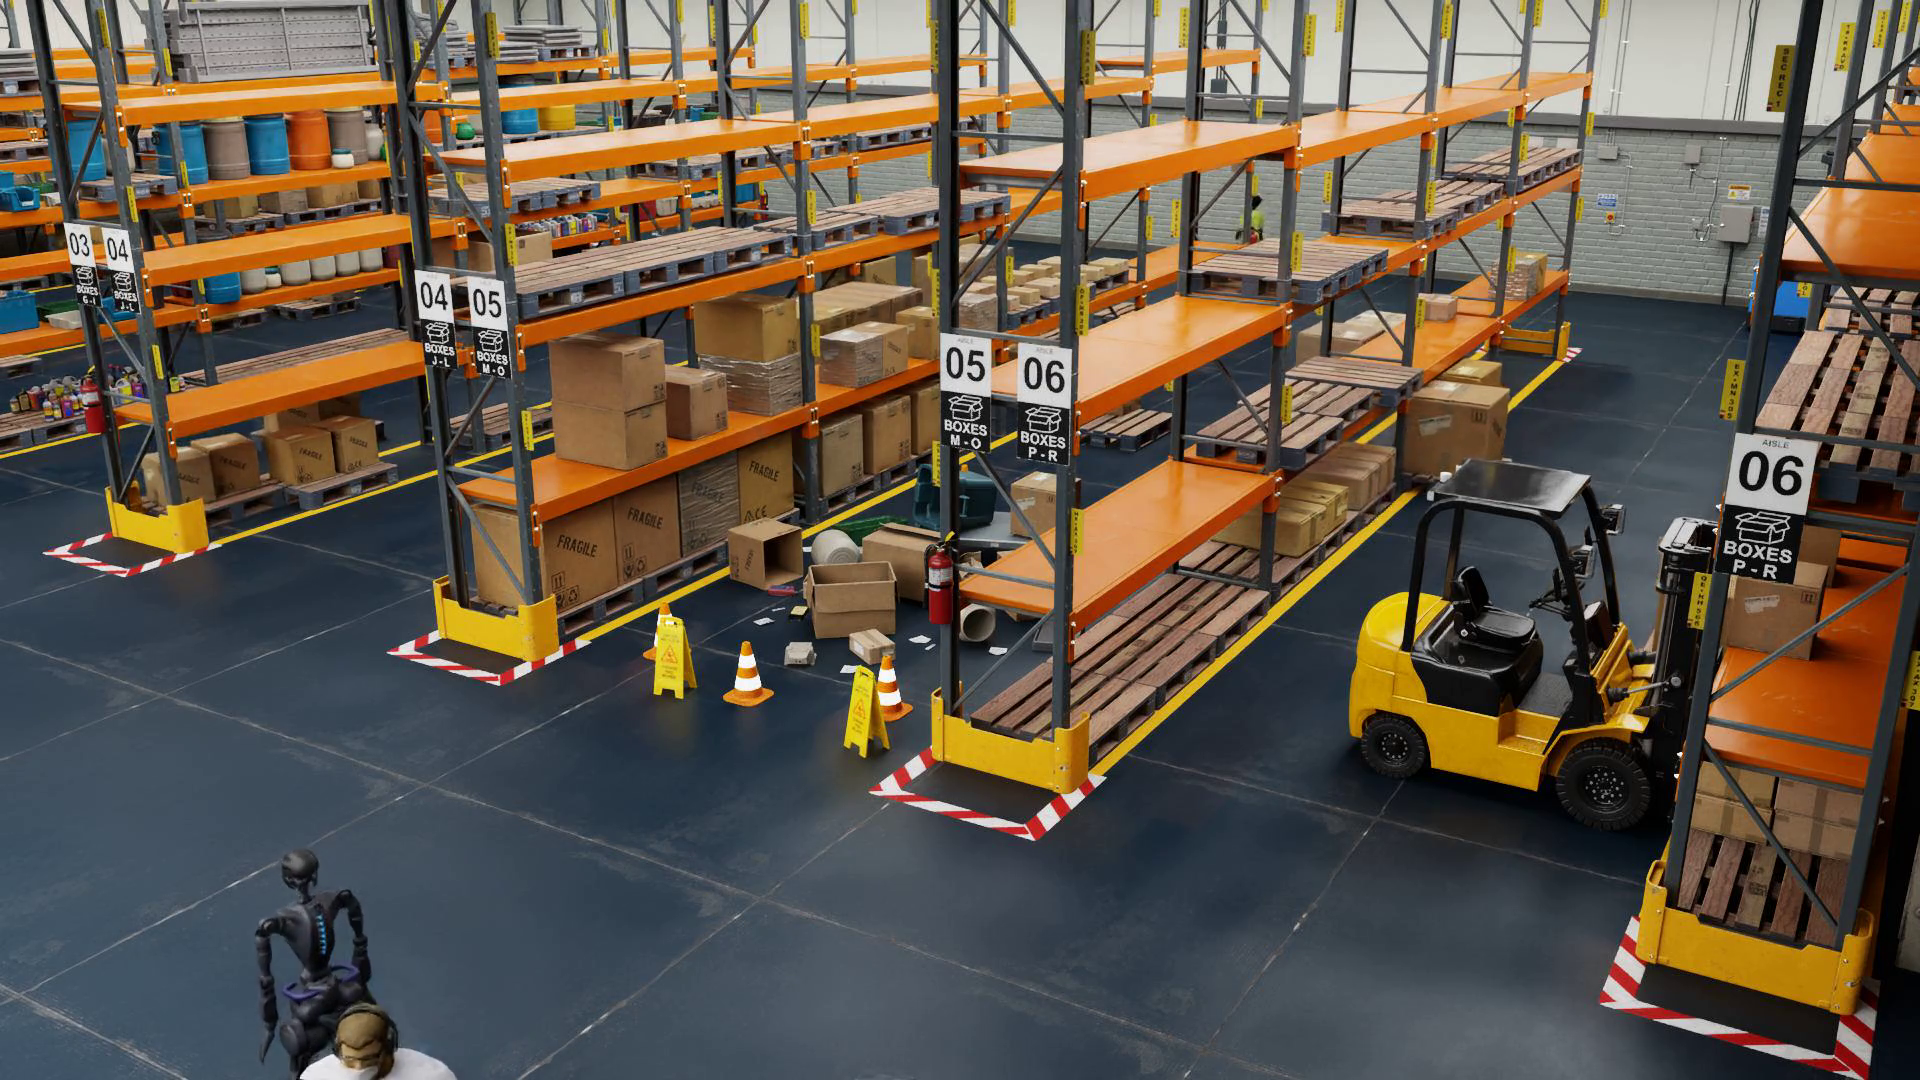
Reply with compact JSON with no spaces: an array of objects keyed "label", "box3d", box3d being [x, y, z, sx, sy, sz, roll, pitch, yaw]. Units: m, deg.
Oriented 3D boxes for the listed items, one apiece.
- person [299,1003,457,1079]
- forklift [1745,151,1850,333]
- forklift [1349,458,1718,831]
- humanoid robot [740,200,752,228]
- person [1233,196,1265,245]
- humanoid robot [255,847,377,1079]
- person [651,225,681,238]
[{"label":"person","box3d":[-2.250,2.613,6.608,0.633,1.878,1.041,-2,19,-6]},{"label":"forklift","box3d":[13.620,-4.667,26.137,1.873,2.768,1.129,11,22,29]},{"label":"forklift","box3d":[3.988,0.658,11.776,2.313,2.155,1.214,11,22,29]},{"label":"humanoid robot","box3d":[-4.600,-7.286,35.537,0.606,1.637,0.619,-16,25,-38]},{"label":"person","box3d":[5.263,-5.442,30.236,0.528,1.639,0.846,-15,24,-37]},{"label":"humanoid robot","box3d":[-3.080,2.247,7.979,0.482,1.638,0.590,16,25,38]},{"label":"person","box3d":[-6.227,-7.207,35.332,0.899,1.640,0.499,7,20,19]}]
